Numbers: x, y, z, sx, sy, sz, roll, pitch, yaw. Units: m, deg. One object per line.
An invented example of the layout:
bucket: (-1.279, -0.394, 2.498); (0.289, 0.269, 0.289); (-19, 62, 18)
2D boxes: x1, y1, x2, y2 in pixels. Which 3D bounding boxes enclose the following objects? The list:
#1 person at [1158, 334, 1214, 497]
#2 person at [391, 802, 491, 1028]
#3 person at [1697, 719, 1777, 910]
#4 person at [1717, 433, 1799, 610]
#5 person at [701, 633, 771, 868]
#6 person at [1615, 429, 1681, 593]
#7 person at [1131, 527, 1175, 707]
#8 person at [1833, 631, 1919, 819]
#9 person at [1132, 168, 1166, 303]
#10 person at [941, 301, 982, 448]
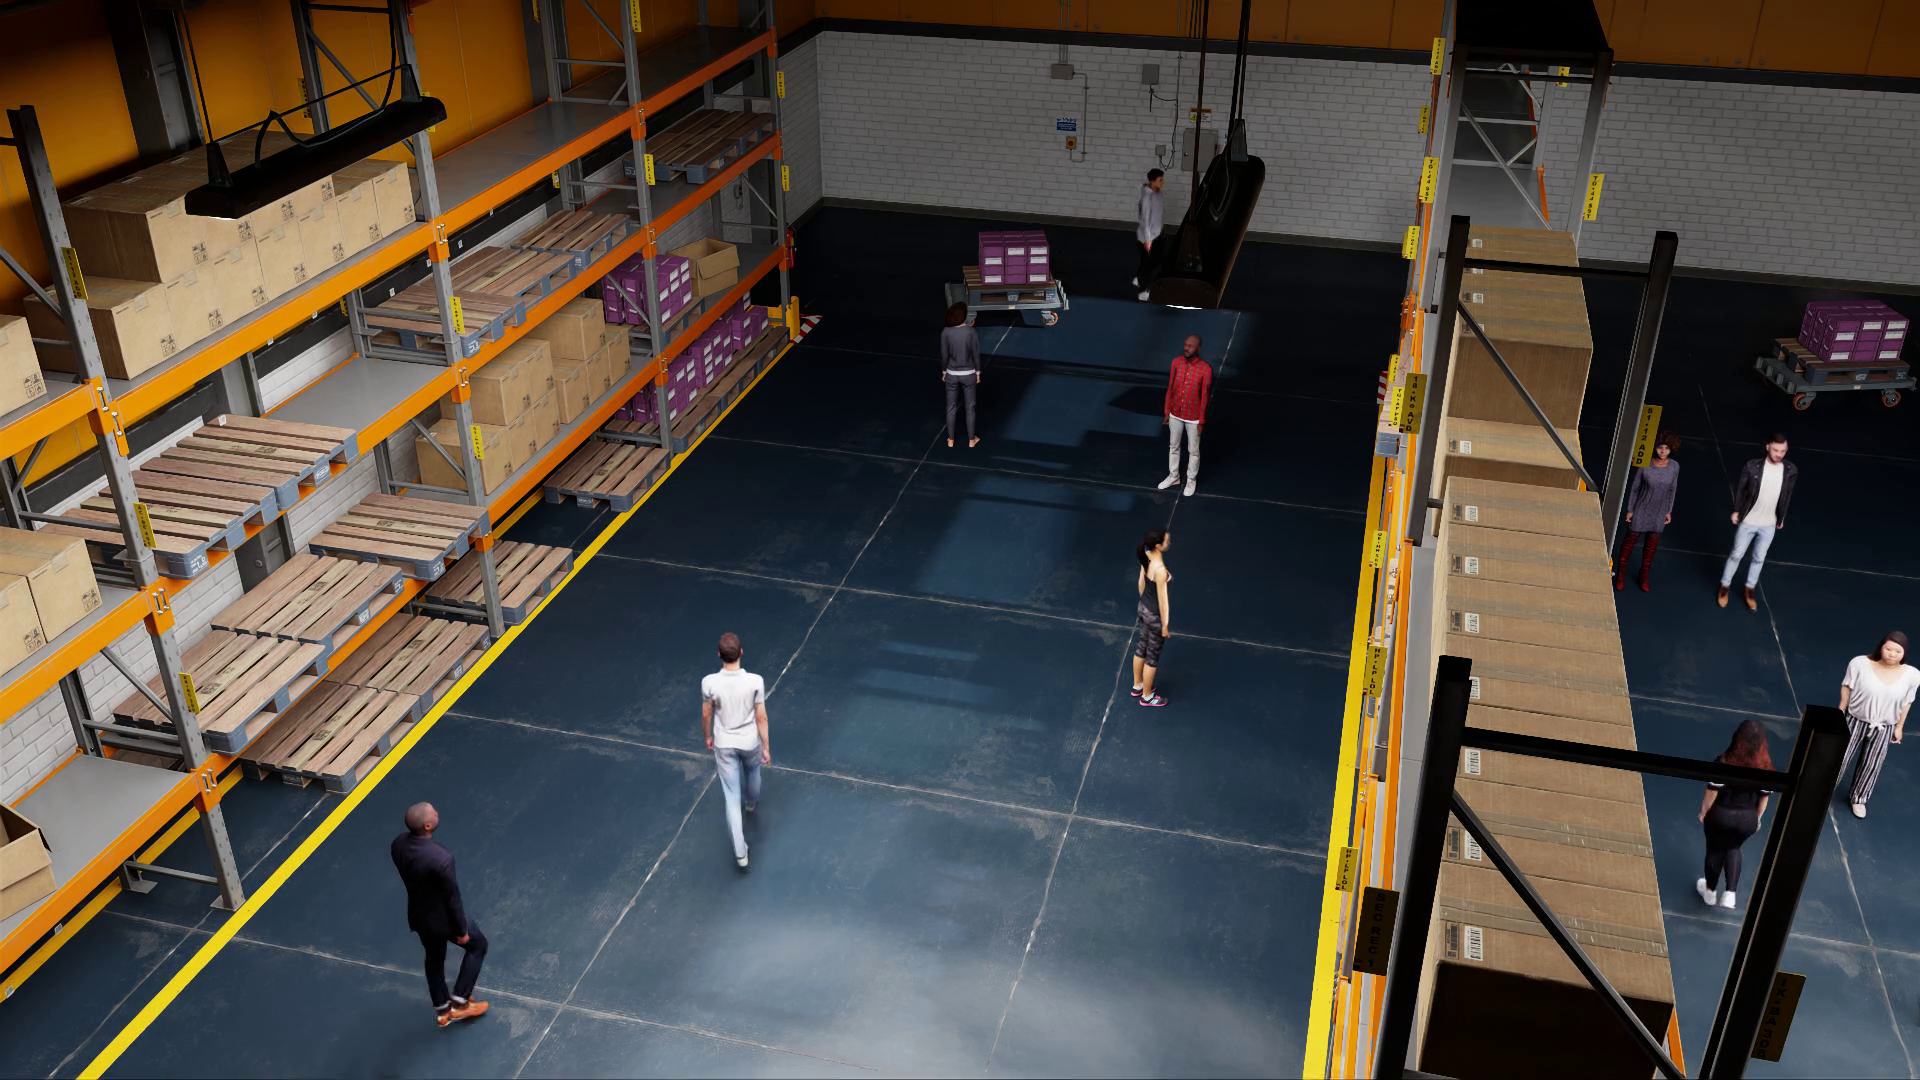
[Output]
person: (2.490, -1.402, 18.239); (0.729, 1.820, 0.693); (17, 33, 28)
person: (-3.520, 2.540, 11.020); (0.805, 1.812, 0.783); (18, 33, 29)
person: (5.624, 2.056, 12.098); (0.667, 1.630, 0.794); (3, 29, 6)
person: (7.692, -0.206, 16.031); (0.669, 1.836, 0.548); (5, 29, 9)
person: (-1.694, 1.637, 12.698); (0.984, 1.791, 1.326); (-3, 29, -6)
person: (6.754, -0.288, 16.311); (0.603, 1.711, 0.541); (4, 29, 7)
person: (1.679, 0.656, 14.561); (0.726, 1.729, 0.641); (-10, 30, -18)
person: (7.212, 1.433, 13.189); (0.718, 1.679, 0.670); (13, 31, 22)
person: (2.593, -4.320, 23.488); (0.877, 1.915, 0.790); (20, 34, 32)
person: (0.011, -1.918, 19.241); (0.643, 1.767, 0.566); (3, 29, 5)
